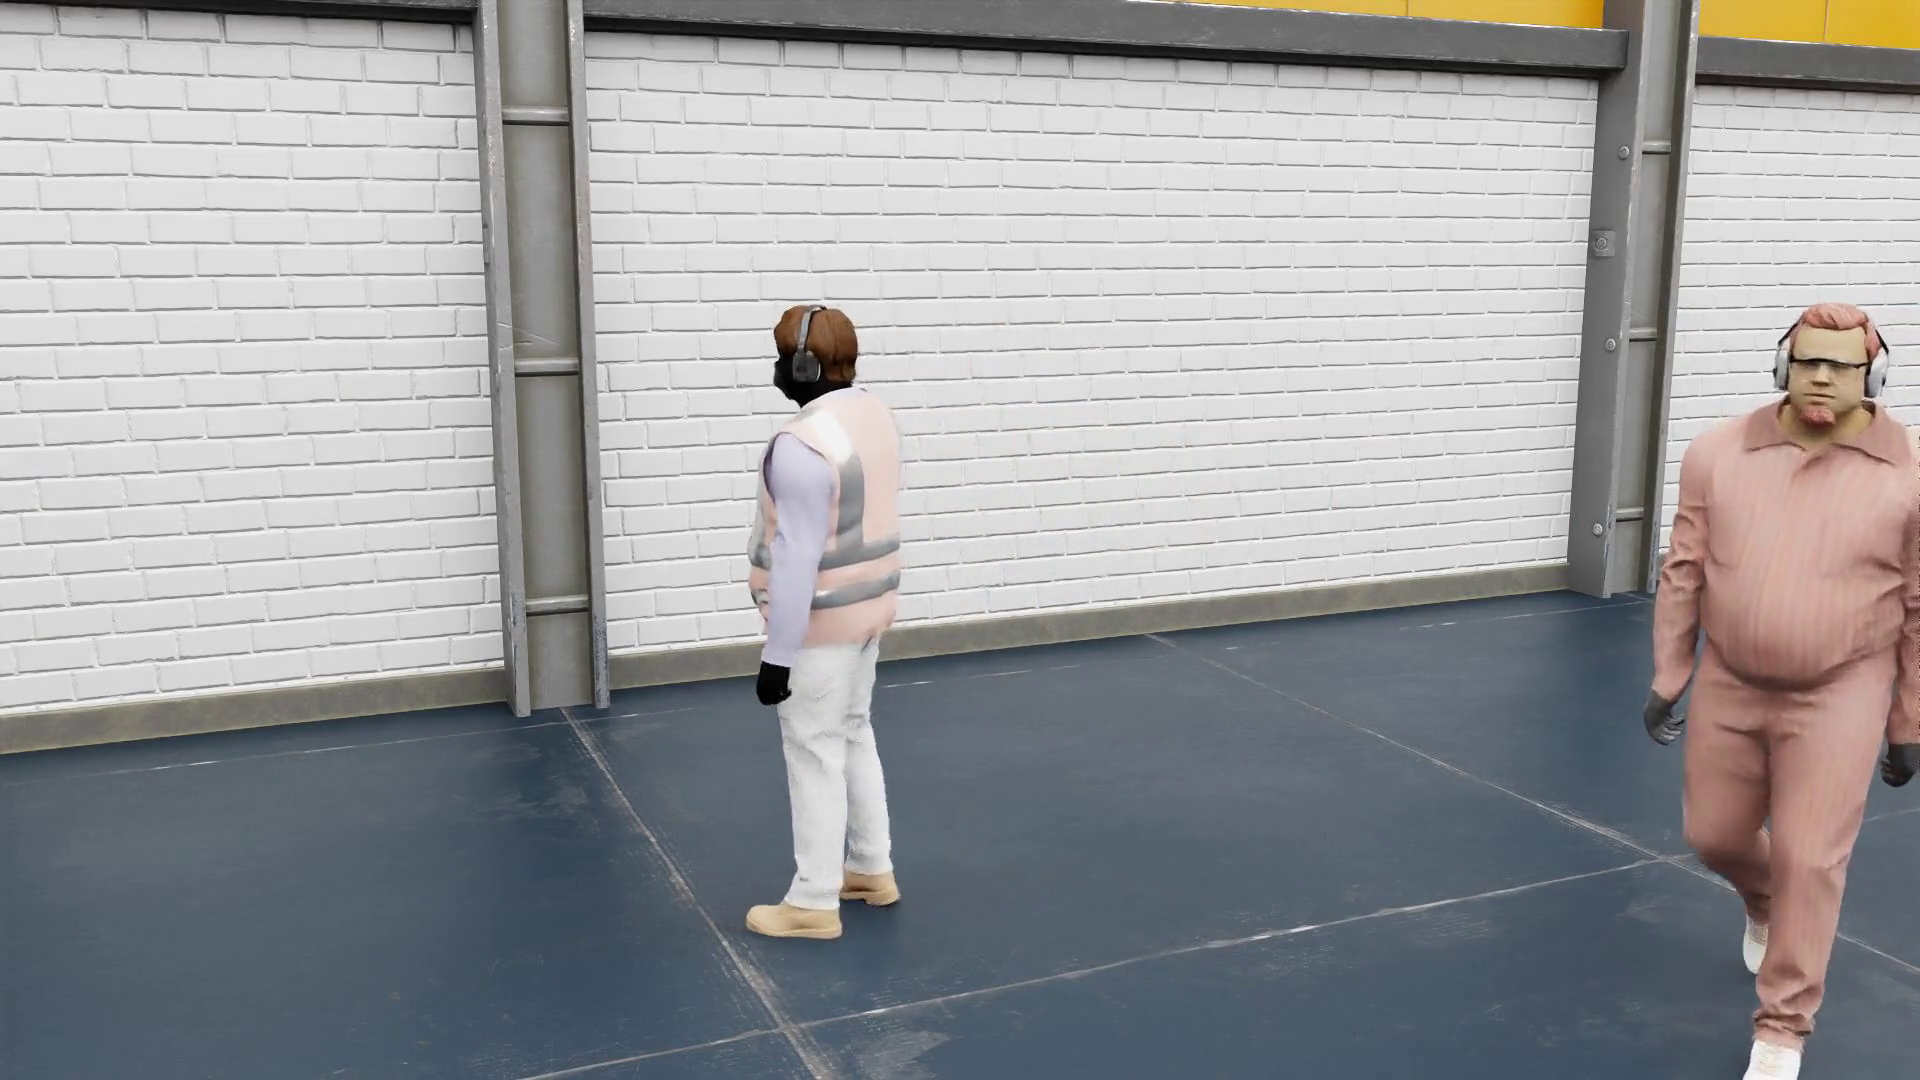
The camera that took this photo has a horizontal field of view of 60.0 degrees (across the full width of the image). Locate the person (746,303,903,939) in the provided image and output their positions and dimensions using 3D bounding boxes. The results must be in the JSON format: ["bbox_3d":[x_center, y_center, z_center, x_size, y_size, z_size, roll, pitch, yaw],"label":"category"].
[{"bbox_3d":[-0.397,0.240,4.835,0.429,1.843,0.635,4,11,19],"label":"person"}]

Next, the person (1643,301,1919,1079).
[{"bbox_3d":[2.056,0.354,4.084,0.650,1.882,0.748,9,14,42],"label":"person"}]
